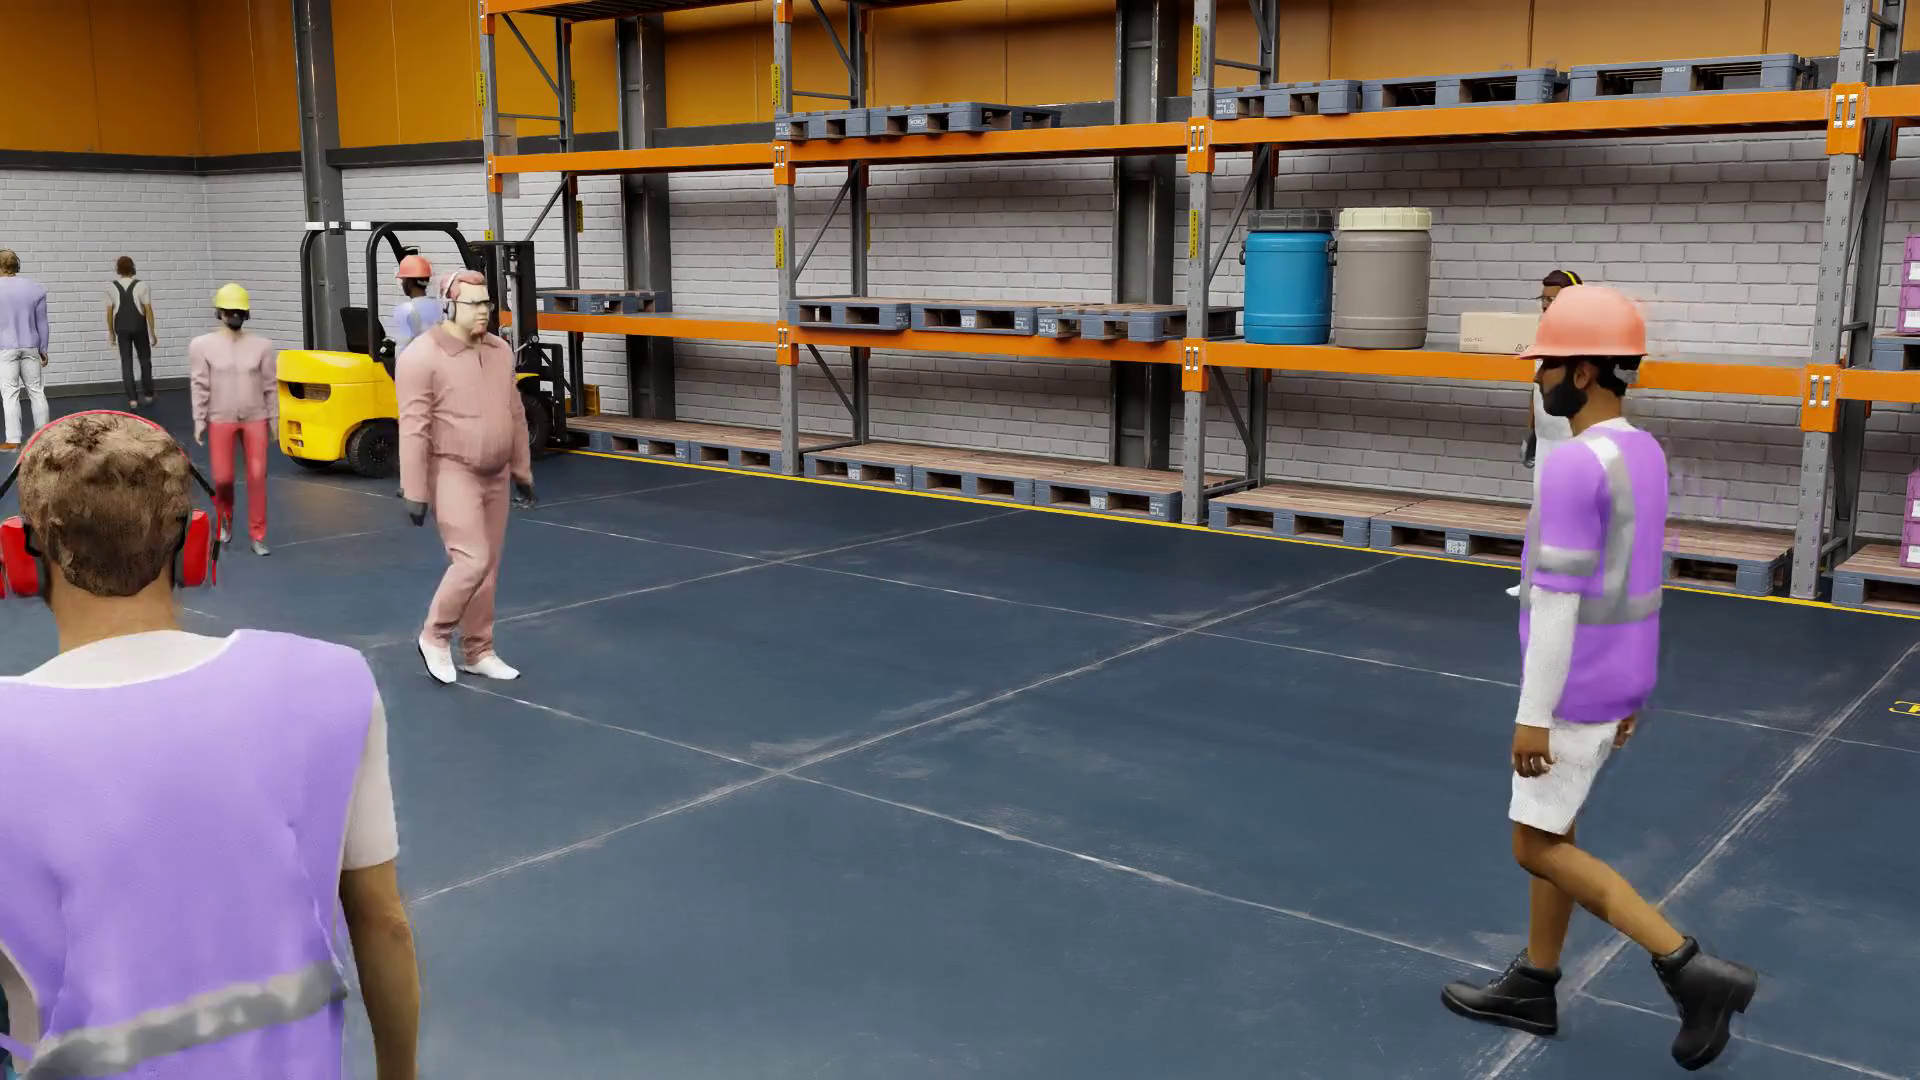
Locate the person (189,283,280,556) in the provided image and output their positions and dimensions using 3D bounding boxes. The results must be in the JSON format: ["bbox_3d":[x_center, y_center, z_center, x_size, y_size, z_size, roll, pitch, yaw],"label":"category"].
[{"bbox_3d":[-4.653,-0.770,10.693,0.542,1.752,0.455,-7,12,-34],"label":"person"}]

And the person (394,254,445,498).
[{"bbox_3d":[-4.064,-1.231,12.800,0.805,1.919,0.542,5,11,25],"label":"person"}]

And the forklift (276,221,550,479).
[{"bbox_3d":[-4.922,-1.741,14.854,1.214,2.155,2.313,8,13,38],"label":"forklift"}]

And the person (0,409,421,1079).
[{"bbox_3d":[-0.938,0.761,2.000,0.595,1.824,0.431,-9,14,-41],"label":"person"}]

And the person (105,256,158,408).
[{"bbox_3d":[-10.081,-2.537,20.300,0.547,1.814,0.837,-3,11,-16],"label":"person"}]

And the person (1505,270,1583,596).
[{"bbox_3d":[3.329,-0.563,9.268,0.320,1.861,0.515,-4,11,-19],"label":"person"}]

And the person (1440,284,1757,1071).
[{"bbox_3d":[1.567,0.352,4.024,0.693,1.923,0.560,8,13,37],"label":"person"}]

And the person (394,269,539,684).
[{"bbox_3d":[-2.204,-0.268,7.540,0.416,1.894,0.661,5,11,24],"label":"person"}]

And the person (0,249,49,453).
[{"bbox_3d":[-9.041,-1.804,15.914,0.373,1.940,0.628,8,13,38],"label":"person"}]
